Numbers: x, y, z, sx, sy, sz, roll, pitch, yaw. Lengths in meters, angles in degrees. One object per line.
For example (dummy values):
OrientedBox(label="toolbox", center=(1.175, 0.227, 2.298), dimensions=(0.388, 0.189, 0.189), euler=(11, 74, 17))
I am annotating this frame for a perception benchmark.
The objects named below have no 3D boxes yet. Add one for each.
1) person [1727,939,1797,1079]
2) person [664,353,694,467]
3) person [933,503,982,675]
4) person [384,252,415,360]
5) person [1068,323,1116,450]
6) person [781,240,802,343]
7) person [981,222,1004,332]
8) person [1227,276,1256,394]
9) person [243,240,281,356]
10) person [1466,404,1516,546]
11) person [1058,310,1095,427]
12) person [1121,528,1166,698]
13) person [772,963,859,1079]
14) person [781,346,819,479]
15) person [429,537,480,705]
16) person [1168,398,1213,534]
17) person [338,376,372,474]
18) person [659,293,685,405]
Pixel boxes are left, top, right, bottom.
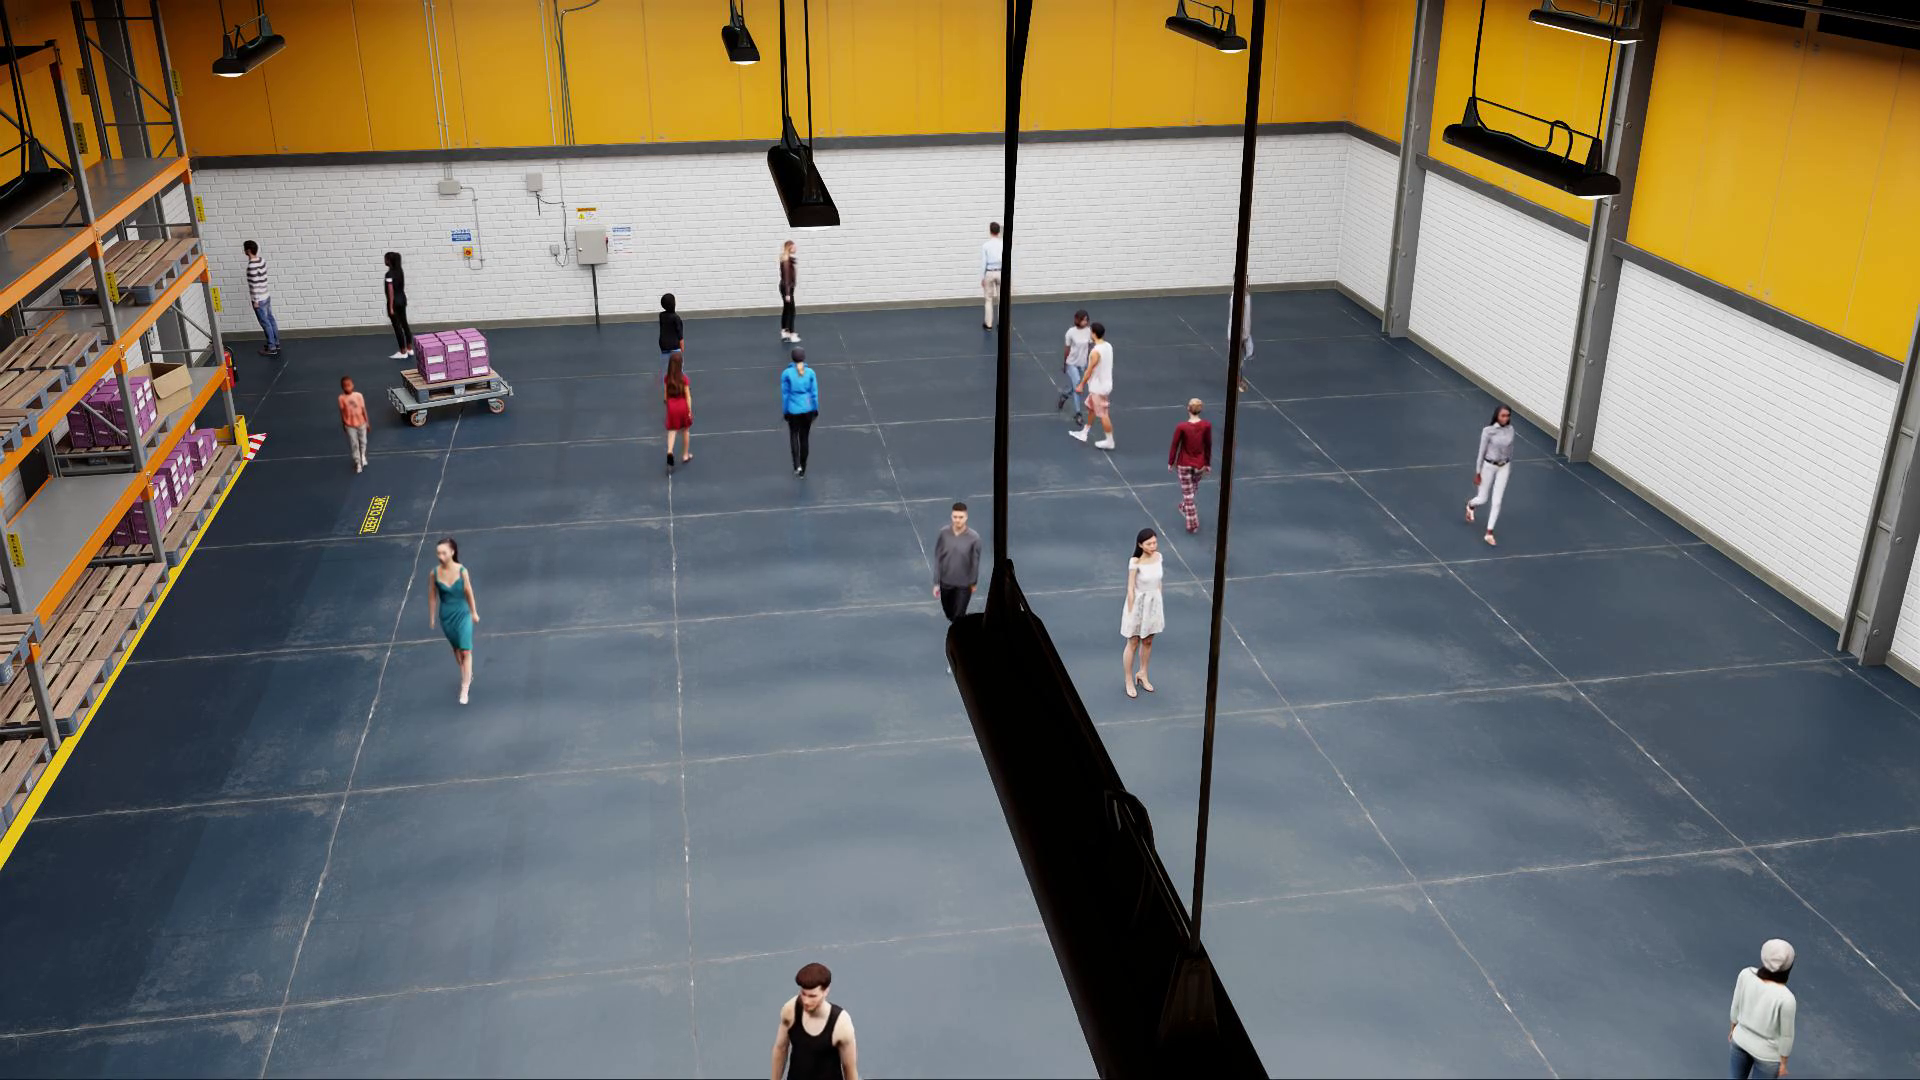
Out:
OrientedBox(label="person", center=(5.161, 3.264, 10.751), dimensions=(0.688, 1.645, 0.549), euler=(-13, 27, -27))
OrientedBox(label="person", center=(-3.816, -1.731, 22.318), dimensions=(0.699, 1.533, 0.949), euler=(3, 24, 7))
OrientedBox(label="person", center=(-0.036, 0.419, 17.140), dimensions=(0.938, 1.739, 1.202), euler=(6, 24, 14))
OrientedBox(label="person", center=(-9.061, -3.799, 26.802), dimensions=(0.757, 1.730, 0.635), euler=(5, 24, 11))
OrientedBox(label="person", center=(1.996, -2.074, 22.830), dimensions=(1.010, 1.752, 1.006), euler=(11, 26, 24))
OrientedBox(label="person", center=(-2.875, -4.154, 27.662), dimensions=(0.824, 1.692, 0.676), euler=(-1, 24, -3))
OrientedBox(label="person", center=(0.583, -4.465, 28.180), dimensions=(0.644, 1.846, 0.577), euler=(-5, 24, -11))
OrientedBox(label="person", center=(4.171, -3.147, 25.190), dimensions=(0.817, 1.827, 0.792), euler=(21, 31, 39))
OrientedBox(label="person", center=(-11.348, -3.952, 27.000), dimensions=(0.735, 1.853, 0.518), euler=(-1, 24, -1))
OrientedBox(label="person", center=(6.396, -0.834, 20.048), dimensions=(0.639, 1.707, 0.943), euler=(-3, 24, -7))
OrientedBox(label="person", center=(1.625, -2.510, 23.923), dimensions=(0.774, 1.675, 1.141), euler=(-9, 25, -20))
OrientedBox(label="person", center=(1.820, 0.707, 16.440), dimensions=(0.746, 1.774, 0.762), euler=(-14, 27, -29))
OrientedBox(label="person", center=(-0.852, 3.349, 10.300), dimensions=(1.146, 1.850, 1.278), euler=(12, 26, 26))
OrientedBox(label="person", center=(-2.096, -1.644, 21.807), dimensions=(0.655, 1.782, 0.660), euler=(-1, 24, -3))
OrientedBox(label="person", center=(-4.979, 0.742, 16.499), dimensions=(0.673, 1.663, 0.883), euler=(-1, 24, -1))
OrientedBox(label="person", center=(2.835, -0.885, 20.209), dimensions=(0.670, 1.673, 0.953), euler=(-5, 24, -12))
OrientedBox(label="person", center=(-8.095, -1.578, 22.279), dimensions=(0.610, 1.283, 0.921), euler=(-9, 25, -19))
OrientedBox(label="person", center=(-4.271, -2.818, 24.600), dimensions=(0.642, 1.696, 0.683), euler=(10, 26, 22))
